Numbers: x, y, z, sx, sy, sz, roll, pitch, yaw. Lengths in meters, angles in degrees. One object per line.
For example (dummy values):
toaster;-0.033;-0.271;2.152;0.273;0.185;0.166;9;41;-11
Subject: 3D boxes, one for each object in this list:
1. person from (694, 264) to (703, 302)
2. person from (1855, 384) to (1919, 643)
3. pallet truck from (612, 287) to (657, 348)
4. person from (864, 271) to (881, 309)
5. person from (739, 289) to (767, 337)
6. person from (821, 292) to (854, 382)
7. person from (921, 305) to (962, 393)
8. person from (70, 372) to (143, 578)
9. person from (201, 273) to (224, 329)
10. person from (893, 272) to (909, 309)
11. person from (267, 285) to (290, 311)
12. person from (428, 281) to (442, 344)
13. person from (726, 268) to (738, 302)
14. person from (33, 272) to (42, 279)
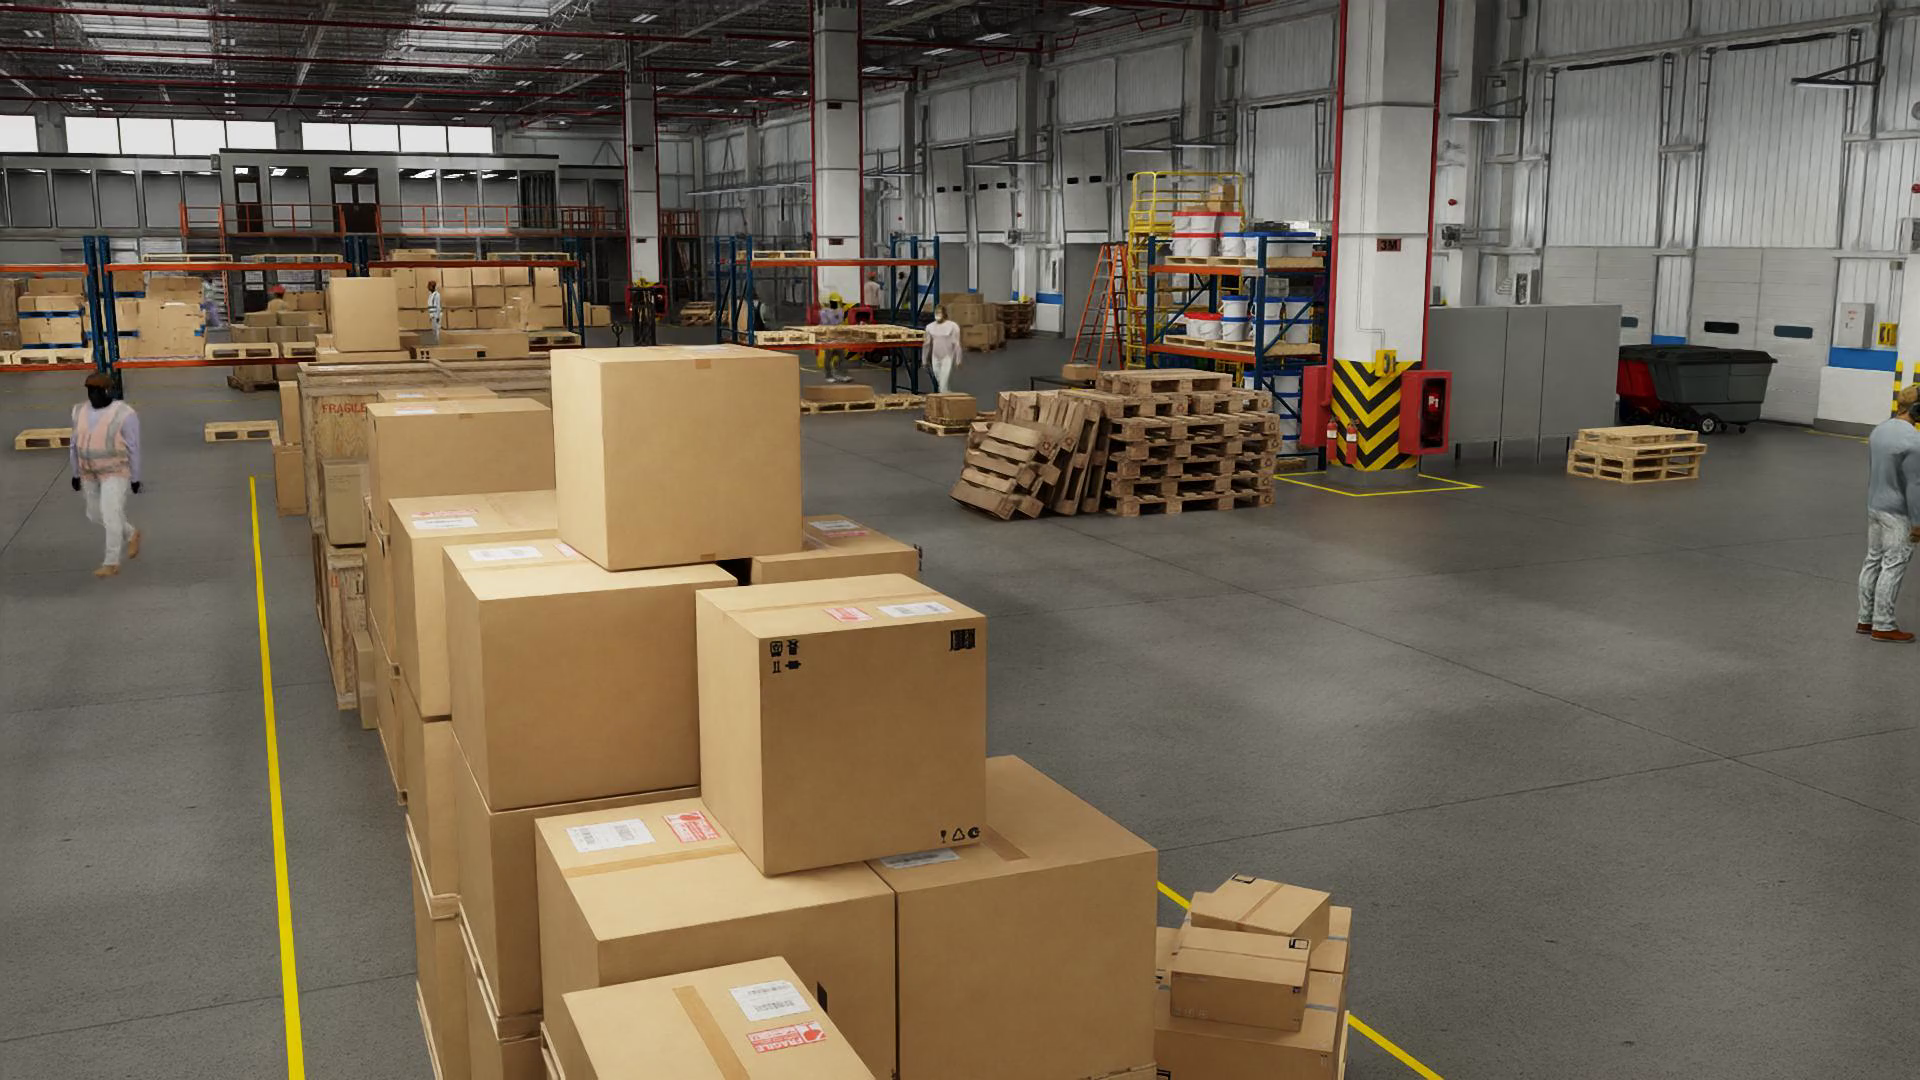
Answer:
person;-12.346;-11.988;77.655;0.638;1.825;0.516;-9;14;-41
person;6.964;-0.194;12.388;0.377;1.931;0.636;0;10;0
pallet truck;-6.464;-4.406;35.401;0.823;1.965;1.885;6;12;32
person;-2.763;-7.390;51.902;0.638;1.977;0.625;-1;10;-5
person;-4.461;-4.381;35.147;0.698;2.000;0.930;-8;13;-39
person;-2.552;-4.192;34.526;0.600;1.883;0.901;-8;13;-38
person;-0.360;-2.948;27.643;0.660;1.887;0.994;6;12;29
person;-7.633;-0.609;14.963;0.631;1.822;0.737;2;10;11
person;-24.917;-7.923;55.140;0.993;1.879;0.607;4;11;19
person;-2.121;-8.478;58.323;0.517;1.829;0.900;-6;12;-29
person;-15.903;-4.987;38.833;0.554;1.916;0.696;1;10;7
person;-14.048;-5.997;44.525;0.353;1.877;0.573;-8;13;-38
person;-8.188;-8.775;59.620;0.400;1.945;0.615;6;12;32
person;-29.057;-7.476;52.516;0.433;1.925;0.578;4;11;20
